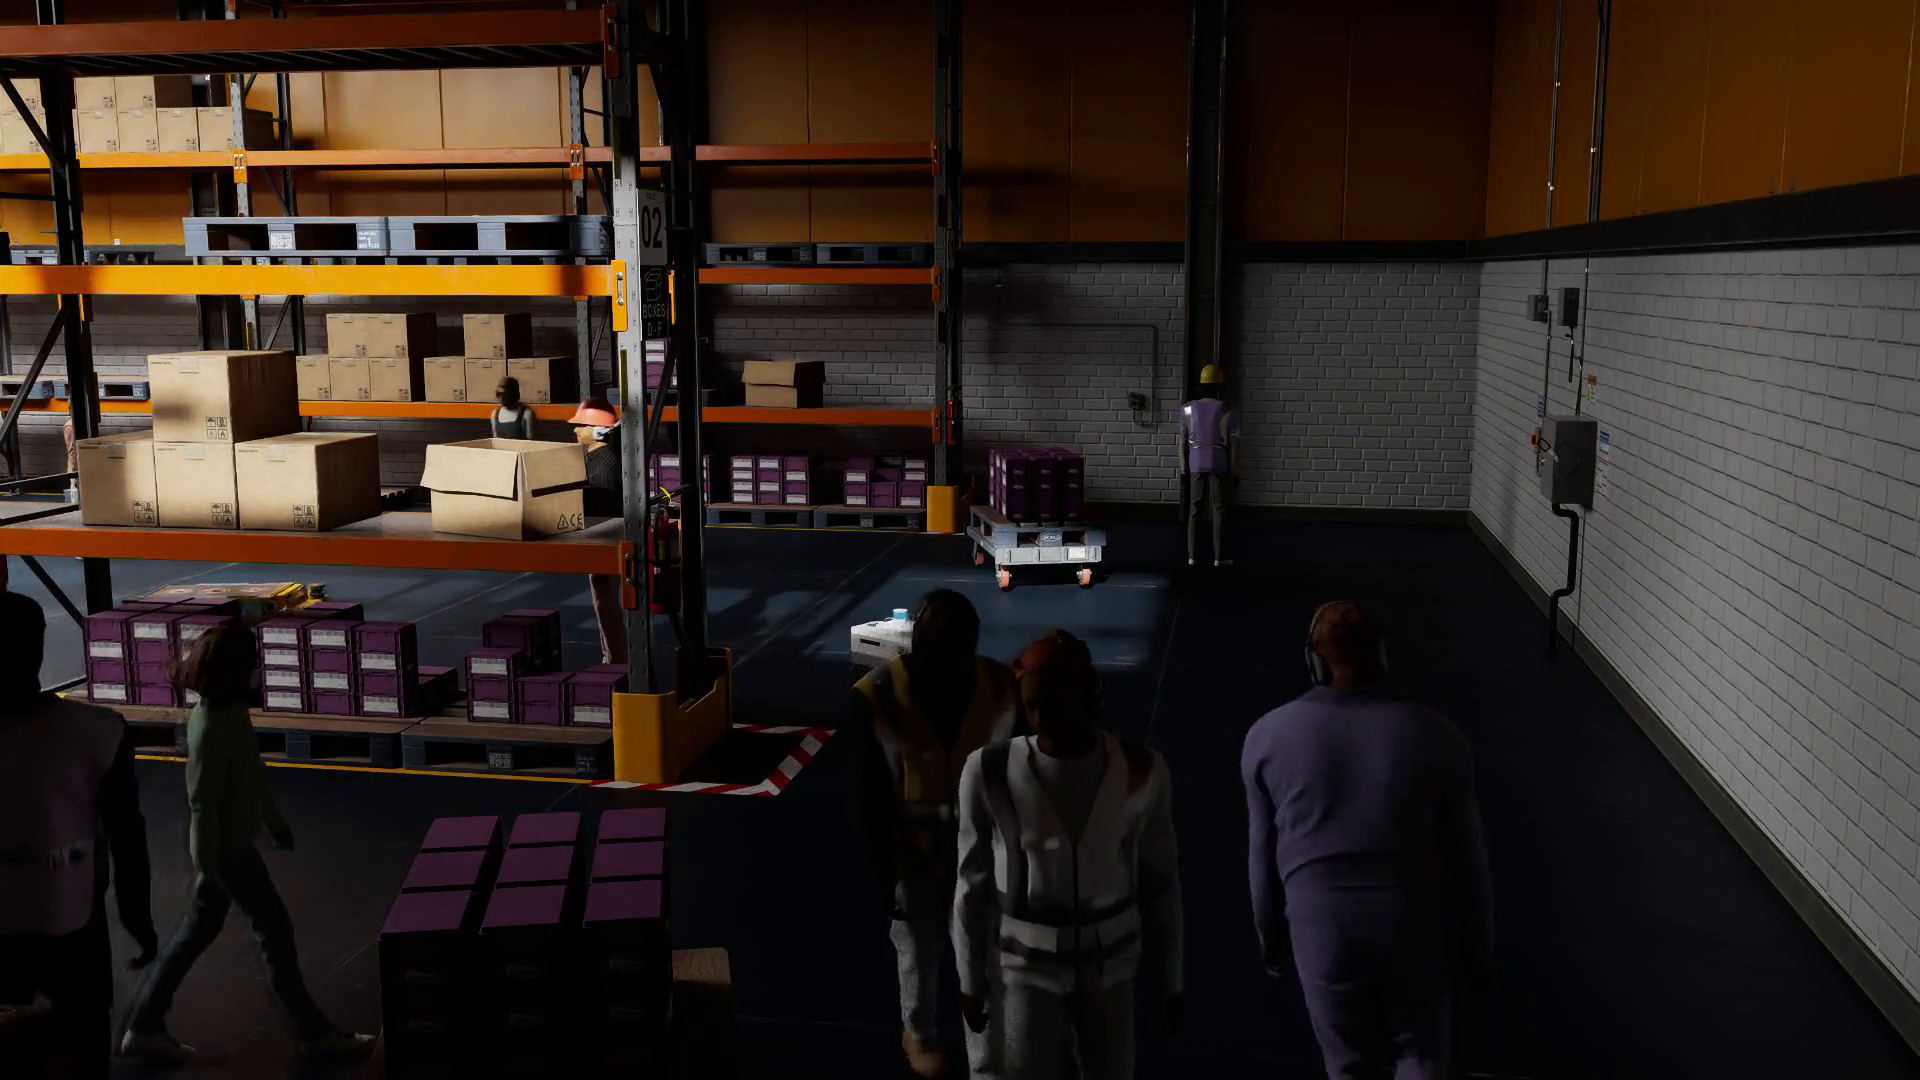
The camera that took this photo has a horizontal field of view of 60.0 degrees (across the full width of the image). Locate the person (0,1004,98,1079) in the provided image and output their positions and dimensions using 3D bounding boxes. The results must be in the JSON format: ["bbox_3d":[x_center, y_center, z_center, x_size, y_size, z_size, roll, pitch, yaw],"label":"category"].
[{"bbox_3d":[-1.755,1.538,2.913,0.694,1.600,0.516,4,10,24],"label":"person"}]

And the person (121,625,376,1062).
[{"bbox_3d":[-2.568,1.072,5.823,0.844,1.592,0.514,-3,10,-18],"label":"person"}]

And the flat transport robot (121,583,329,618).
[{"bbox_3d":[-5.941,0.500,13.455,1.431,0.197,0.652,-1,9,-5],"label":"flat transport robot"}]

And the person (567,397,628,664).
[{"bbox_3d":[-2.324,0.074,10.758,0.375,1.997,0.611,-3,10,-15],"label":"person"}]

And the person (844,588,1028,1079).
[{"bbox_3d":[-0.061,1.022,5.527,0.643,1.799,0.834,-1,9,-8],"label":"person"}]

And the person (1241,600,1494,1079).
[{"bbox_3d":[1.121,1.127,4.665,0.689,1.865,0.668,2,9,11],"label":"person"}]

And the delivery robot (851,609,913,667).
[{"bbox_3d":[-0.394,0.700,11.048,0.707,0.478,0.477,8,12,41],"label":"delivery robot"}]

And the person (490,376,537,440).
[{"bbox_3d":[-4.194,-0.668,15.922,0.559,1.816,0.619,3,10,18],"label":"person"}]

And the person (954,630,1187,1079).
[{"bbox_3d":[0.295,1.145,4.482,0.624,1.875,0.475,-1,9,-8],"label":"person"}]

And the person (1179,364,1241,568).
[{"bbox_3d":[2.364,-0.695,15.735,0.594,1.930,0.354,4,10,22],"label":"person"}]

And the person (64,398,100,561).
[{"bbox_3d":[-8.489,-0.616,16.146,0.306,1.640,0.521,-1,9,-6],"label":"person"}]

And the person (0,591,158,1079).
[{"bbox_3d":[-2.640,1.088,4.745,0.610,1.915,0.542,-3,10,-19],"label":"person"}]
